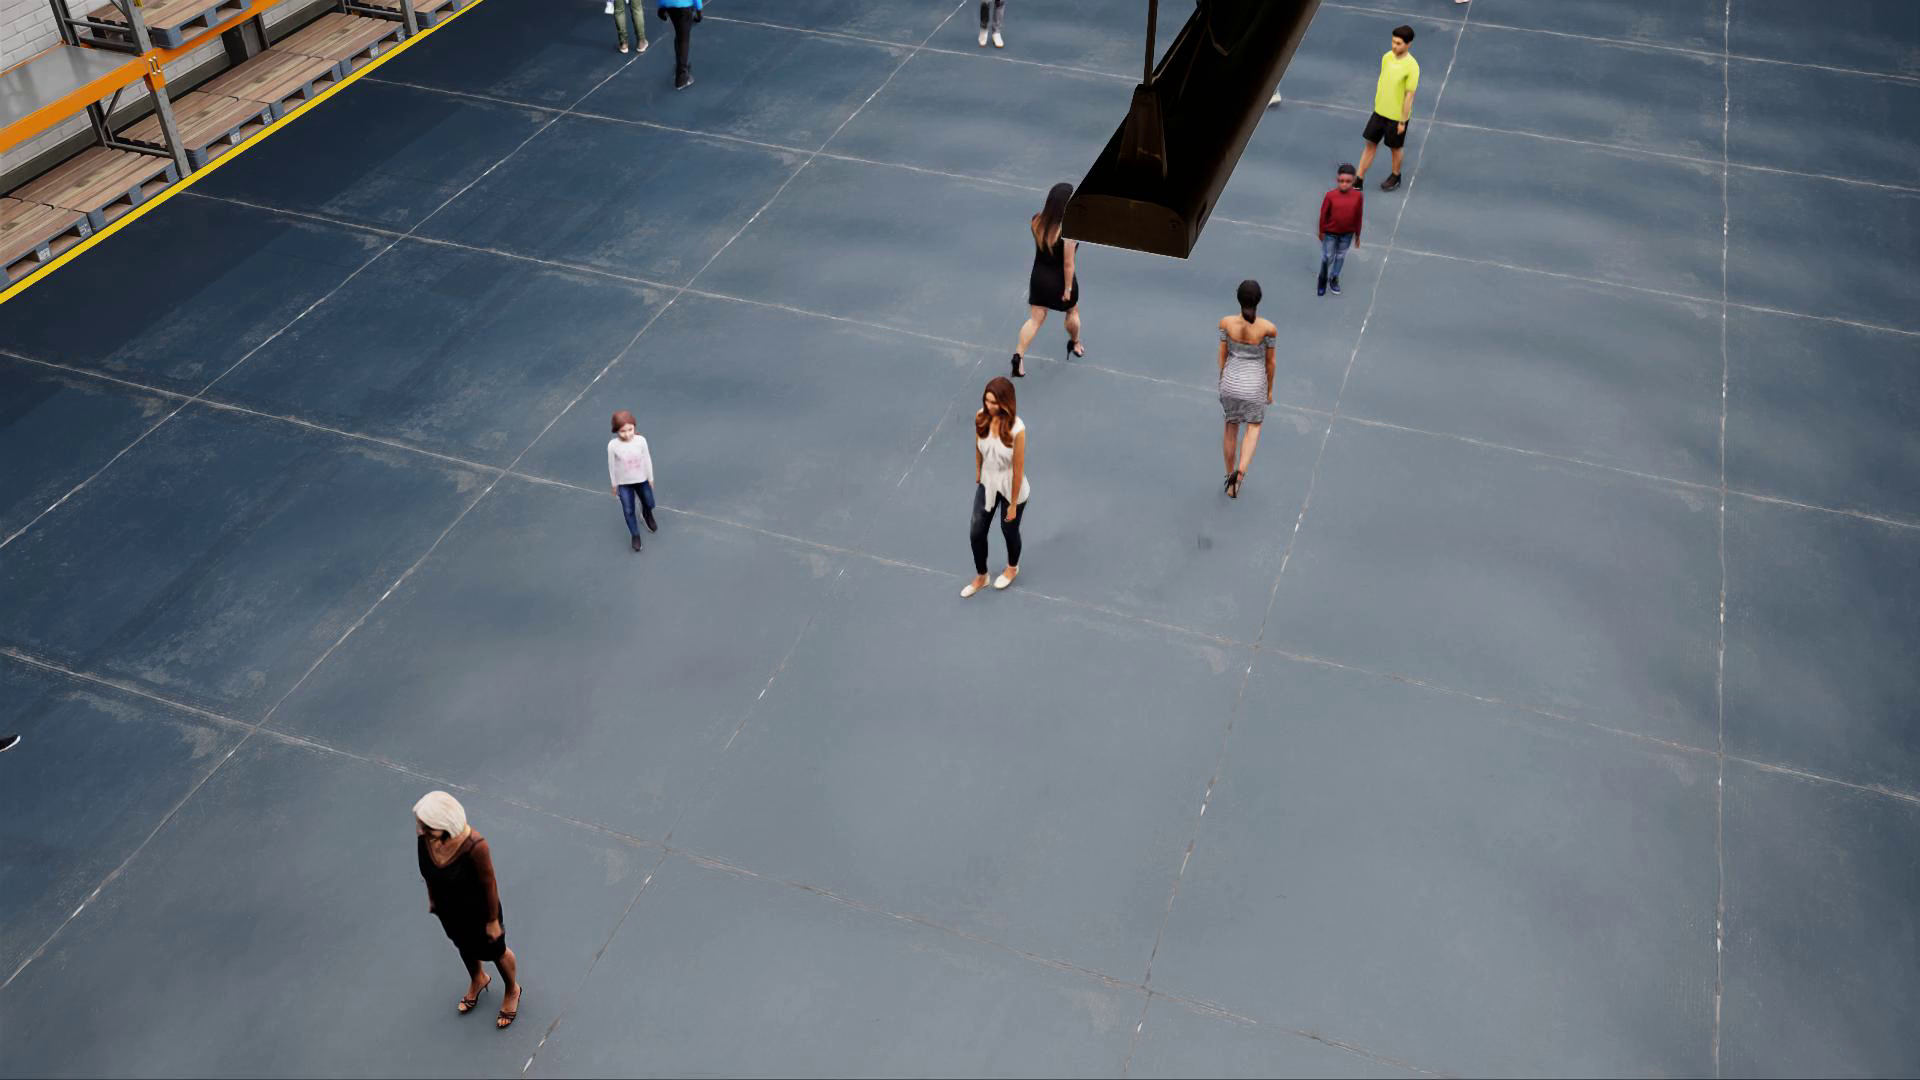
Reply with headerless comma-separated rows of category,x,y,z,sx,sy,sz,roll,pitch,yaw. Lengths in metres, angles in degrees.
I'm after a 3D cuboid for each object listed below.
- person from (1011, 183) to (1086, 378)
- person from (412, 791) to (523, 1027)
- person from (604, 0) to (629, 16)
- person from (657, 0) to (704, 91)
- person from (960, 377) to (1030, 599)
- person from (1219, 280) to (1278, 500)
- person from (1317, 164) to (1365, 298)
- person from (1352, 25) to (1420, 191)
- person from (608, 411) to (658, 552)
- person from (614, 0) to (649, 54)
person,0.693,-2.057,13.573,0.939,1.672,1.184,30,48,32
person,-2.541,1.875,8.592,0.612,1.742,0.536,17,42,20
person,-4.156,-7.196,20.087,0.749,1.573,1.171,10,40,12
person,-3.124,-5.809,18.200,0.643,1.762,0.751,14,41,17
person,0.353,-0.395,11.417,0.728,1.766,0.811,24,44,27
person,2.037,-1.035,12.180,0.595,1.812,0.705,15,41,18
person,3.373,-2.798,14.843,0.573,1.244,0.584,-1,39,-1
person,4.273,-4.216,16.270,1.060,1.680,0.941,-24,44,-27
person,-2.383,-0.472,12.041,0.589,1.107,0.659,-10,40,-12
person,-3.847,-6.438,19.073,0.635,1.653,0.655,-5,39,-7
